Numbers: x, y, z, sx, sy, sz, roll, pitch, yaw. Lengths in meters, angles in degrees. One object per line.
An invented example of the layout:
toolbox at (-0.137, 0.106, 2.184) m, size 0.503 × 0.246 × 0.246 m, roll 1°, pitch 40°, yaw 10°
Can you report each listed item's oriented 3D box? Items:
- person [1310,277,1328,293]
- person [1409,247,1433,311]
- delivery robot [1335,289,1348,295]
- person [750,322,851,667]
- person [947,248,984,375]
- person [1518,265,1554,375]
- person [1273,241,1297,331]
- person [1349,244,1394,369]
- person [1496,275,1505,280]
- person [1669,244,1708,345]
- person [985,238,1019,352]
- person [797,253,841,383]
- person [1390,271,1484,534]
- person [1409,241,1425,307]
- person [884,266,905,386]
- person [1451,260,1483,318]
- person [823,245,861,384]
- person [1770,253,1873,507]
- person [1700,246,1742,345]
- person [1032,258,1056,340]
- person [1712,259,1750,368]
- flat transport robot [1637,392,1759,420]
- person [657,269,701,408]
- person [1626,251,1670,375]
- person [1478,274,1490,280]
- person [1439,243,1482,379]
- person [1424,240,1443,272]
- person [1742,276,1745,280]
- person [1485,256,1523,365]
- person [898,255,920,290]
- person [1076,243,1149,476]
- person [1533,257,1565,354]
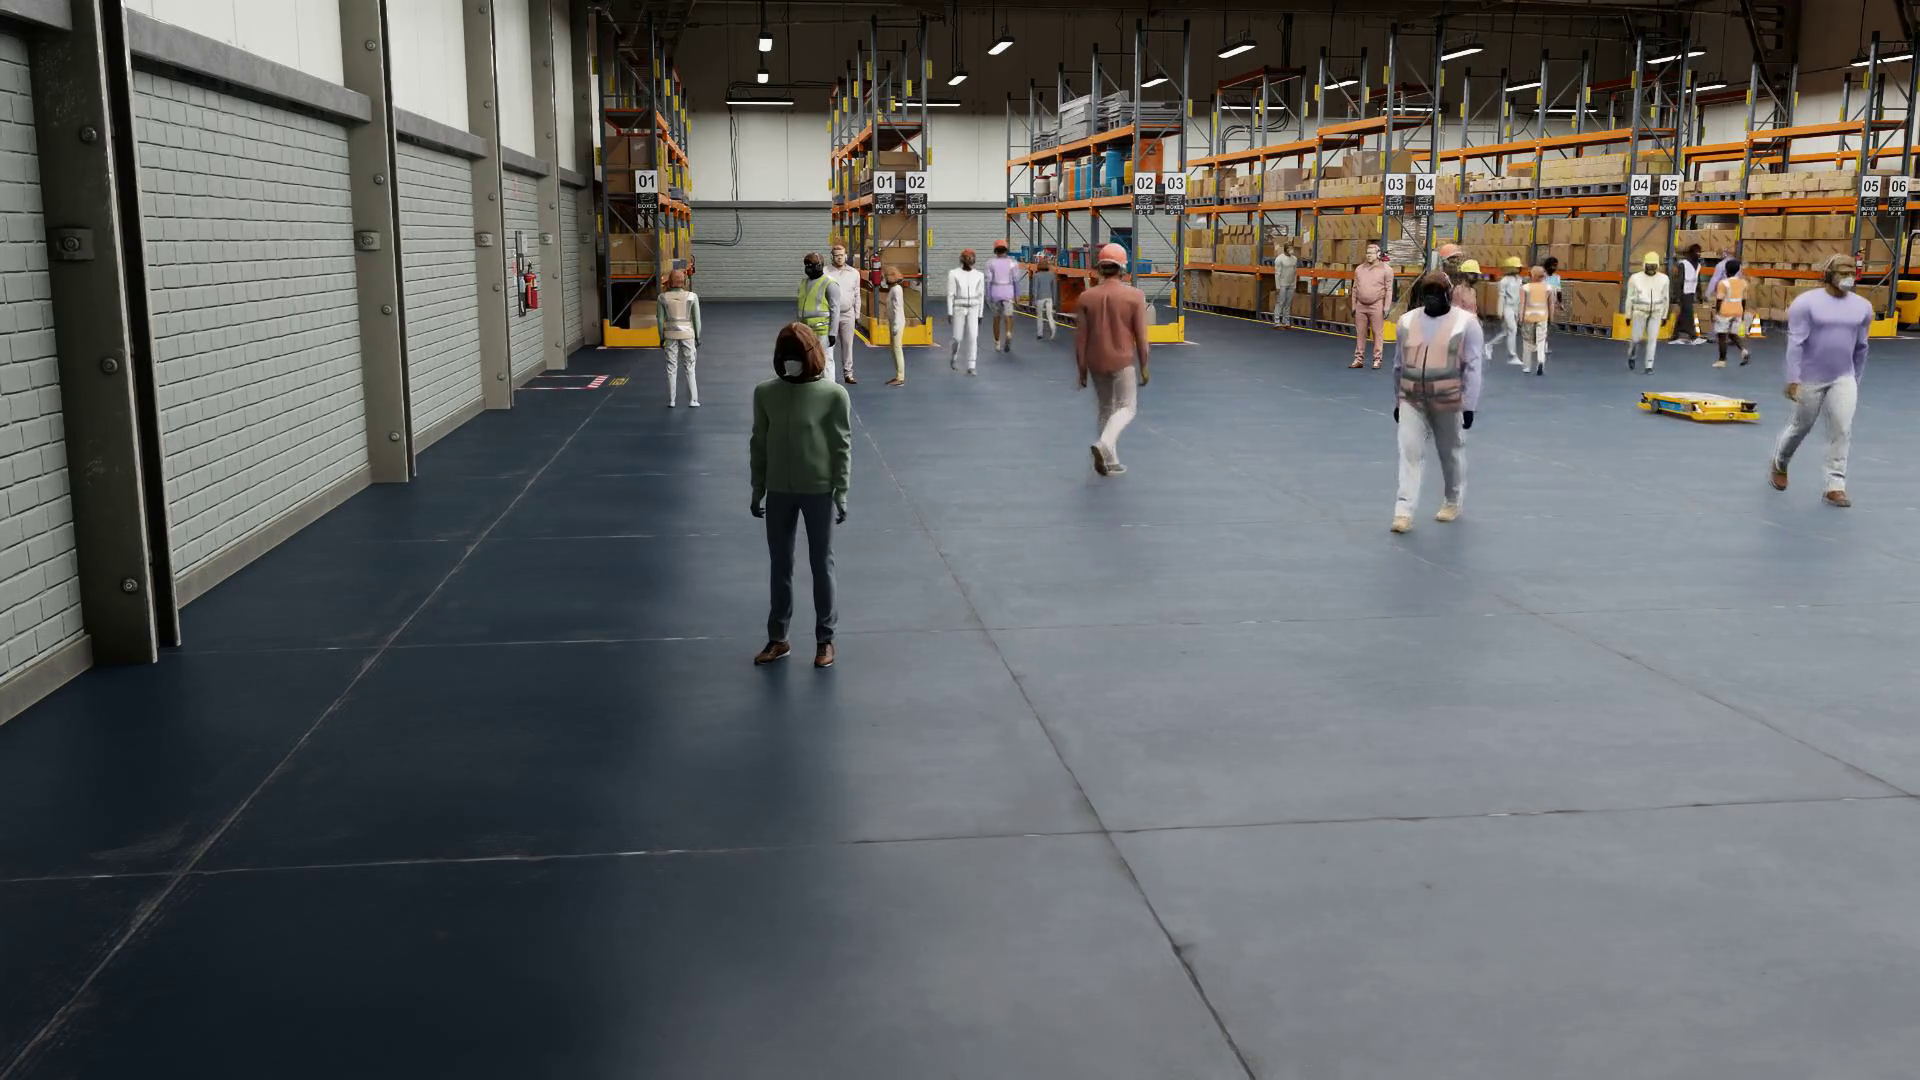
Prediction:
person at (10.497, -7.618, 48.587) m, size 0.526 × 1.594 × 0.840 m, roll 2°, pitch 11°, yaw 10°
person at (10.041, -5.486, 36.330) m, size 0.525 × 1.794 × 0.969 m, roll 1°, pitch 10°, yaw 3°
delivery robot at (11.609, -7.373, 49.832) m, size 0.477 × 0.478 × 0.707 m, roll -9°, pitch 14°, yaw -42°
person at (-0.758, -0.211, 7.871) m, size 0.498 × 1.632 × 0.285 m, roll 3°, pitch 11°, yaw 14°
person at (0.070, -3.372, 24.566) m, size 0.588 × 1.865 × 0.691 m, roll -3°, pitch 11°, yaw -15°
person at (8.508, -3.246, 24.554) m, size 0.522 × 1.605 × 0.755 m, roll 2°, pitch 10°, yaw 9°
person at (7.057, -5.492, 36.021) m, size 0.626 × 1.931 × 0.376 m, roll -8°, pitch 13°, yaw -36°
person at (6.308, -3.578, 25.578) m, size 0.638 × 1.910 × 0.407 m, roll 7°, pitch 13°, yaw 35°
person at (14.019, -6.848, 43.531) m, size 0.560 × 1.885 × 0.977 m, roll -3°, pitch 11°, yaw -16°
person at (13.735, -4.577, 31.130) m, size 0.609 × 1.874 × 0.942 m, roll -7°, pitch 13°, yaw -35°
person at (0.739, -4.304, 29.270) m, size 0.615 × 2.020 × 0.890 m, roll 0°, pitch 10°, yaw -2°
person at (-1.676, -2.418, 19.395) m, size 0.626 × 1.843 × 0.430 m, roll 9°, pitch 14°, yaw 42°
person at (3.317, -0.971, 11.602) m, size 0.641 × 1.798 × 0.950 m, roll 7°, pitch 12°, yaw 33°
person at (11.378, -6.401, 41.051) m, size 0.594 × 1.900 × 0.865 m, roll -1°, pitch 10°, yaw -8°
person at (-0.900, -2.924, 22.770) m, size 0.294 × 1.623 × 0.510 m, roll -2°, pitch 10°, yaw -10°
person at (6.109, -2.517, 20.183) m, size 0.406 × 1.748 × 0.546 m, roll 8°, pitch 13°, yaw 38°
person at (-1.668, -3.104, 22.977) m, size 0.643 × 1.909 × 0.410 m, roll -4°, pitch 11°, yaw -19°
person at (6.634, -1.248, 12.817) m, size 0.637 × 1.911 × 0.881 m, roll 1°, pitch 10°, yaw 5°
person at (14.406, -4.610, 31.397) m, size 0.631 × 1.848 × 0.962 m, roll -8°, pitch 13°, yaw -37°
person at (1.683, -4.724, 32.667) m, size 0.510 × 1.608 × 0.678 m, roll -3°, pitch 11°, yaw -17°
person at (11.884, -3.464, 25.568) m, size 0.543 × 1.687 × 0.470 m, roll -3°, pitch 11°, yaw -17°
flat transport robot at (8.344, -1.530, 18.836) m, size 0.652 × 0.197 × 1.431 m, roll -1°, pitch 10°, yaw -6°
person at (-3.329, -2.384, 19.759) m, size 0.514 × 1.643 × 0.307 m, roll -1°, pitch 10°, yaw -4°
person at (10.169, -3.356, 24.617) m, size 0.597 × 1.818 × 0.513 m, roll 2°, pitch 10°, yaw 10°
person at (14.418, -7.142, 45.160) m, size 0.541 × 1.879 × 1.002 m, roll -3°, pitch 11°, yaw -16°
person at (6.584, -2.968, 22.129) m, size 0.614 × 1.950 × 0.993 m, roll -4°, pitch 11°, yaw -22°
person at (10.911, -6.057, 38.895) m, size 0.640 × 2.000 × 0.983 m, roll 0°, pitch 10°, yaw -1°
person at (20.934, -7.104, 44.879) m, size 0.588 × 1.918 × 0.397 m, roll -1°, pitch 10°, yaw -7°
person at (8.768, -3.684, 26.660) m, size 0.491 × 1.722 × 0.728 m, roll -8°, pitch 13°, yaw -39°
person at (-1.360, -6.870, 43.547) m, size 0.638 × 1.925 × 0.953 m, roll -1°, pitch 10°, yaw -6°
person at (1.255, -1.486, 13.920) m, size 0.626 × 1.978 × 0.746 m, roll 6°, pitch 12°, yaw 29°
person at (10.202, -4.047, 28.763) m, size 0.549 × 1.665 × 0.686 m, roll -6°, pitch 12°, yaw -29°
